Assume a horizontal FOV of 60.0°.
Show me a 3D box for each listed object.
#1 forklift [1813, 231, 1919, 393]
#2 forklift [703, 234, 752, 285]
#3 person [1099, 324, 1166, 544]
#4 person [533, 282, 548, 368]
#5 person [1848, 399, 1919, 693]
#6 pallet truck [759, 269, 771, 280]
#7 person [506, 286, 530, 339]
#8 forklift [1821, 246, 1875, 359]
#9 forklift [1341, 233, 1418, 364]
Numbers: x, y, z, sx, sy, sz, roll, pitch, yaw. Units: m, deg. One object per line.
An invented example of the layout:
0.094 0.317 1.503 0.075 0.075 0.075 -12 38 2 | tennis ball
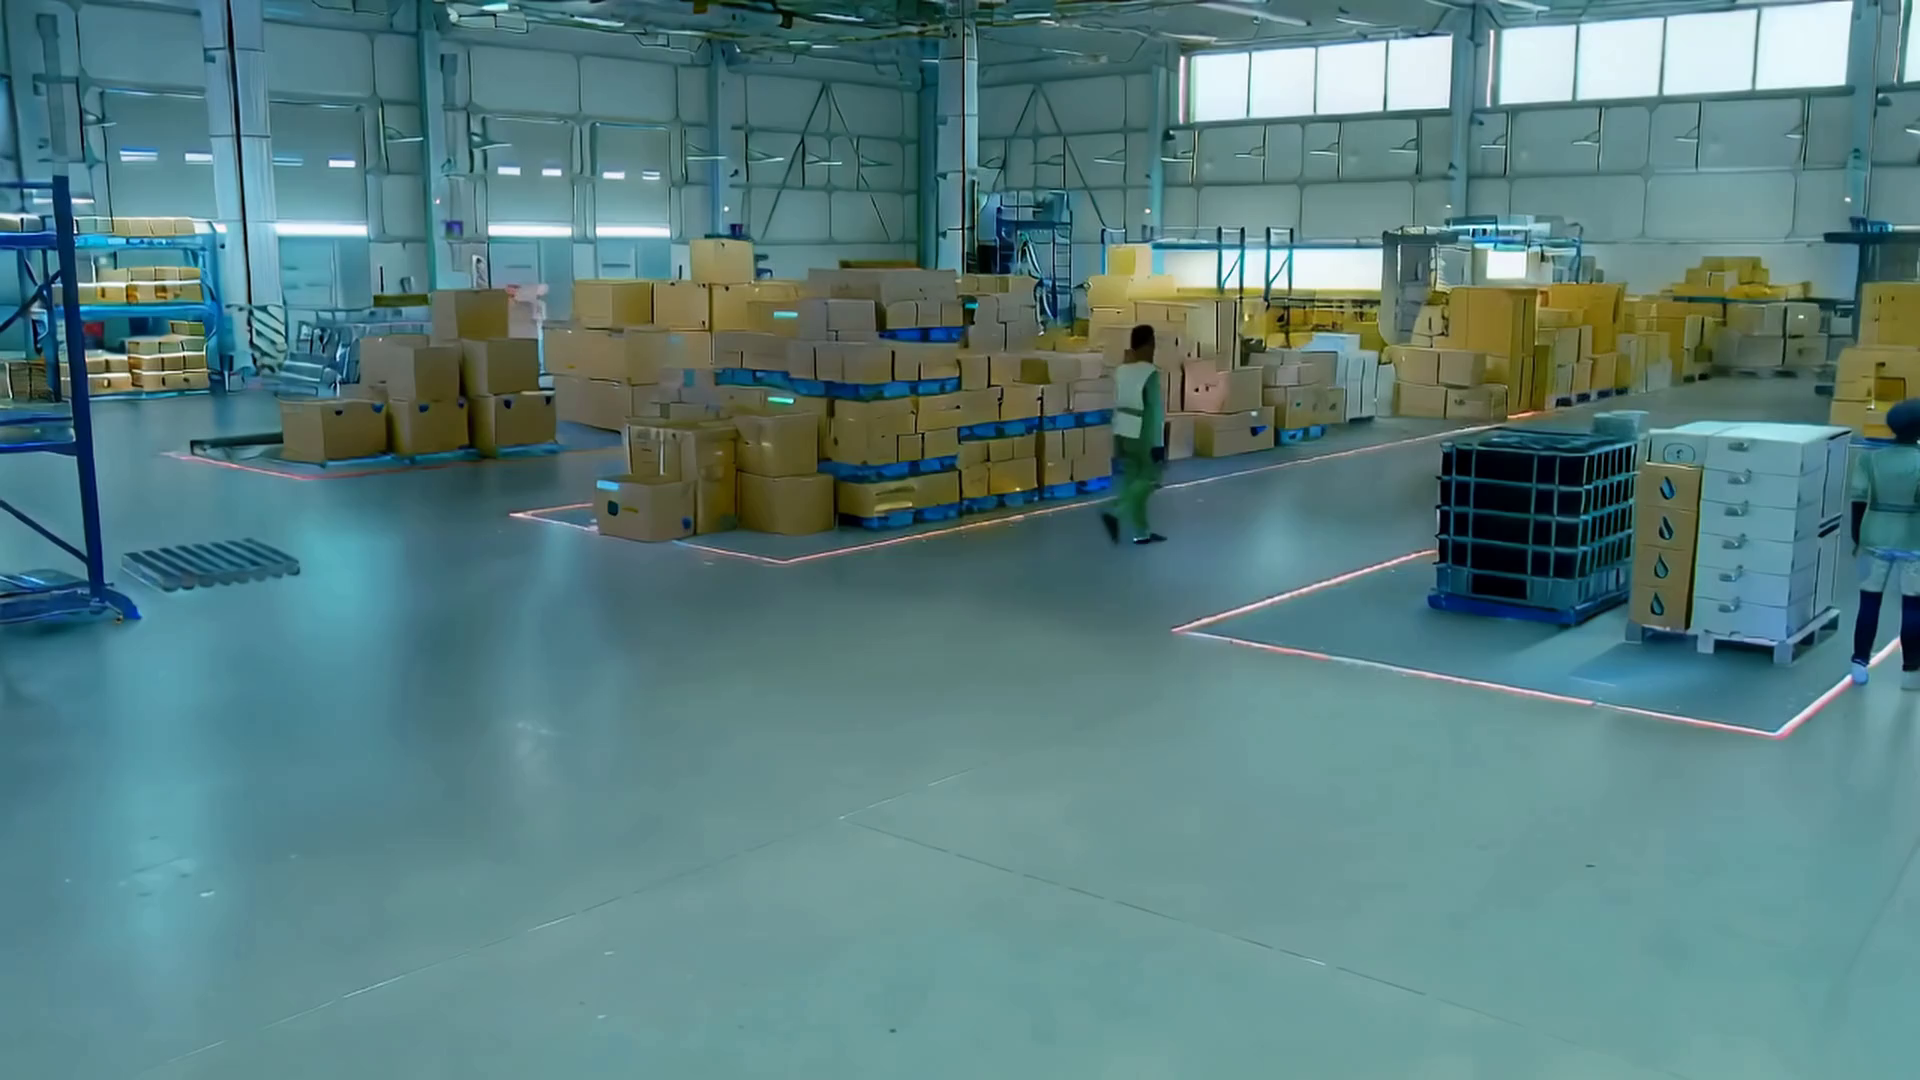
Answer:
15.772 -3.818 28.131 1.873 2.768 1.129 0 10 0 | forklift
-4.728 -4.855 34.035 1.129 2.768 1.873 2 10 12 | forklift
1.498 -0.883 14.190 0.624 1.906 0.605 -4 11 -24 | person
-8.939 -4.560 35.369 0.534 1.833 0.503 0 10 -2 | person
5.400 0.033 9.584 0.529 1.692 0.321 8 13 39 | person
-4.996 -6.432 45.525 1.885 1.965 0.823 -6 12 -32 | pallet truck
-7.581 -3.339 28.174 0.654 1.900 0.875 7 12 36 | person
18.522 -4.759 33.485 1.873 2.768 1.129 8 13 40 | forklift
8.358 -4.466 31.817 1.873 2.768 1.129 8 13 40 | forklift
